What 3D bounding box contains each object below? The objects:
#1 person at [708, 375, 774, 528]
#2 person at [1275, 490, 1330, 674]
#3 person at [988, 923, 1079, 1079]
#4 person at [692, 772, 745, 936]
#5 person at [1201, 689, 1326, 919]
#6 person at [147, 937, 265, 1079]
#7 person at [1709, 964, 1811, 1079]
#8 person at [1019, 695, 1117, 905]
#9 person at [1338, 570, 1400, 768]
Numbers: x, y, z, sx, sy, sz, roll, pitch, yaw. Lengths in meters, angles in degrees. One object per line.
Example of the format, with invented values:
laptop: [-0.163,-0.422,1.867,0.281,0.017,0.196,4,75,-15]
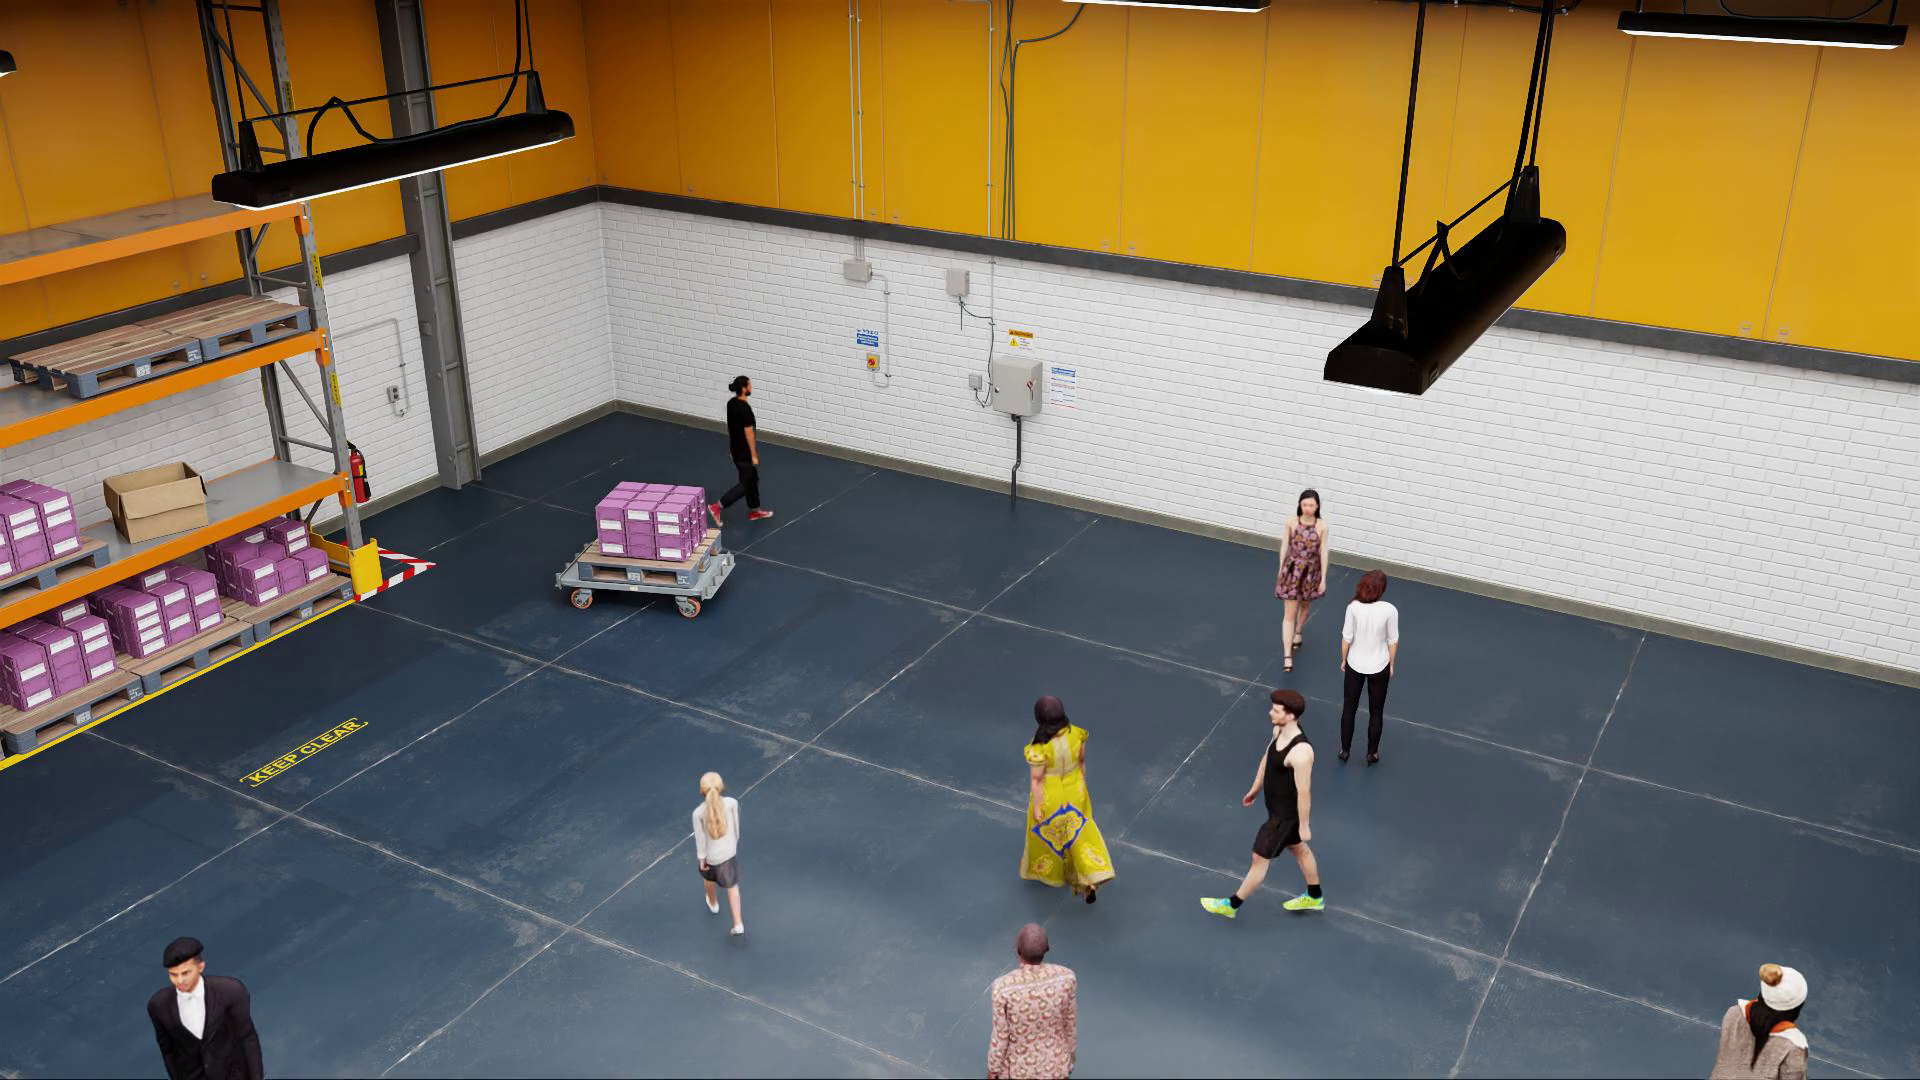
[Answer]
person: [-2.498,-0.960,18.573,1.146,1.734,0.986,-12,26,-25]
person: [3.224,0.329,15.635,0.850,1.726,1.217,6,24,12]
person: [0.415,2.974,9.481,0.758,1.808,0.837,-8,25,-18]
person: [-1.693,2.239,11.849,0.867,1.256,0.888,-8,25,-18]
person: [2.403,1.913,11.866,1.146,1.841,1.206,-1,24,-3]
person: [-4.165,2.981,9.412,1.188,1.849,1.254,-6,24,-14]
person: [4.234,3.123,9.076,1.175,1.858,1.047,-11,26,-24]
person: [0.740,1.927,12.099,1.113,1.629,1.084,-11,26,-24]
person: [3.388,1.075,13.841,0.651,1.795,0.593,7,25,15]
